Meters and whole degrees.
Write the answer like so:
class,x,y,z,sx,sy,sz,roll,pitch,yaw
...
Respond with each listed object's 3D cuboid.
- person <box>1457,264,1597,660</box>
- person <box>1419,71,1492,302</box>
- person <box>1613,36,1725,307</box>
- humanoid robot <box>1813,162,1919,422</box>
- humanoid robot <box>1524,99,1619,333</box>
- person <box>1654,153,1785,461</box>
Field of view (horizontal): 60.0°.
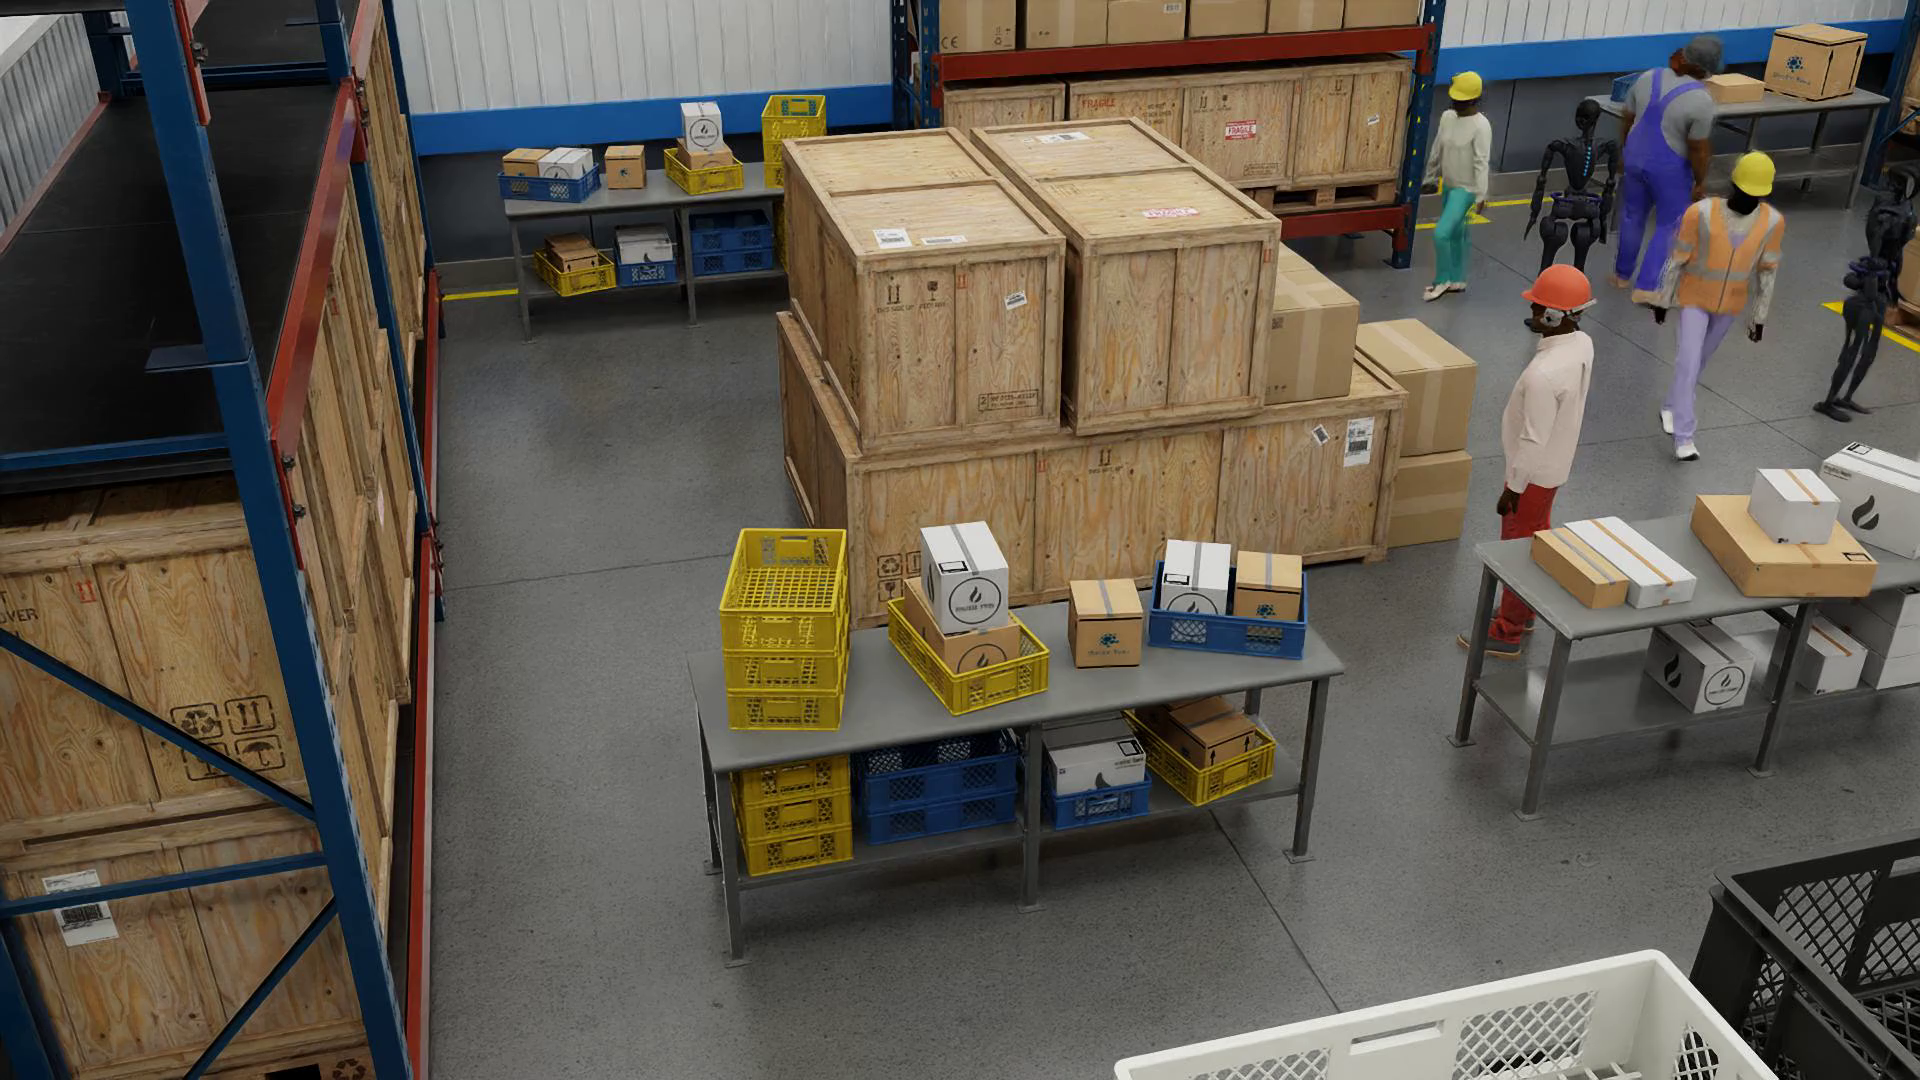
class,x,y,z,sx,sy,sz,roll,pitch,yaw
person,2.748,-0.360,7.984,0.378,1.994,0.618,18,34,30
person,3.646,-2.610,12.320,0.561,1.733,0.652,-9,30,-17
person,5.227,-2.773,12.315,0.614,2.000,0.778,-17,33,-28
humanoid robot,5.766,-1.566,10.495,0.616,1.660,0.316,-26,38,-38
humanoid robot,4.335,-2.294,11.817,0.580,1.653,0.316,1,29,2
person,4.548,-1.392,9.977,0.602,1.864,0.988,2,29,4
